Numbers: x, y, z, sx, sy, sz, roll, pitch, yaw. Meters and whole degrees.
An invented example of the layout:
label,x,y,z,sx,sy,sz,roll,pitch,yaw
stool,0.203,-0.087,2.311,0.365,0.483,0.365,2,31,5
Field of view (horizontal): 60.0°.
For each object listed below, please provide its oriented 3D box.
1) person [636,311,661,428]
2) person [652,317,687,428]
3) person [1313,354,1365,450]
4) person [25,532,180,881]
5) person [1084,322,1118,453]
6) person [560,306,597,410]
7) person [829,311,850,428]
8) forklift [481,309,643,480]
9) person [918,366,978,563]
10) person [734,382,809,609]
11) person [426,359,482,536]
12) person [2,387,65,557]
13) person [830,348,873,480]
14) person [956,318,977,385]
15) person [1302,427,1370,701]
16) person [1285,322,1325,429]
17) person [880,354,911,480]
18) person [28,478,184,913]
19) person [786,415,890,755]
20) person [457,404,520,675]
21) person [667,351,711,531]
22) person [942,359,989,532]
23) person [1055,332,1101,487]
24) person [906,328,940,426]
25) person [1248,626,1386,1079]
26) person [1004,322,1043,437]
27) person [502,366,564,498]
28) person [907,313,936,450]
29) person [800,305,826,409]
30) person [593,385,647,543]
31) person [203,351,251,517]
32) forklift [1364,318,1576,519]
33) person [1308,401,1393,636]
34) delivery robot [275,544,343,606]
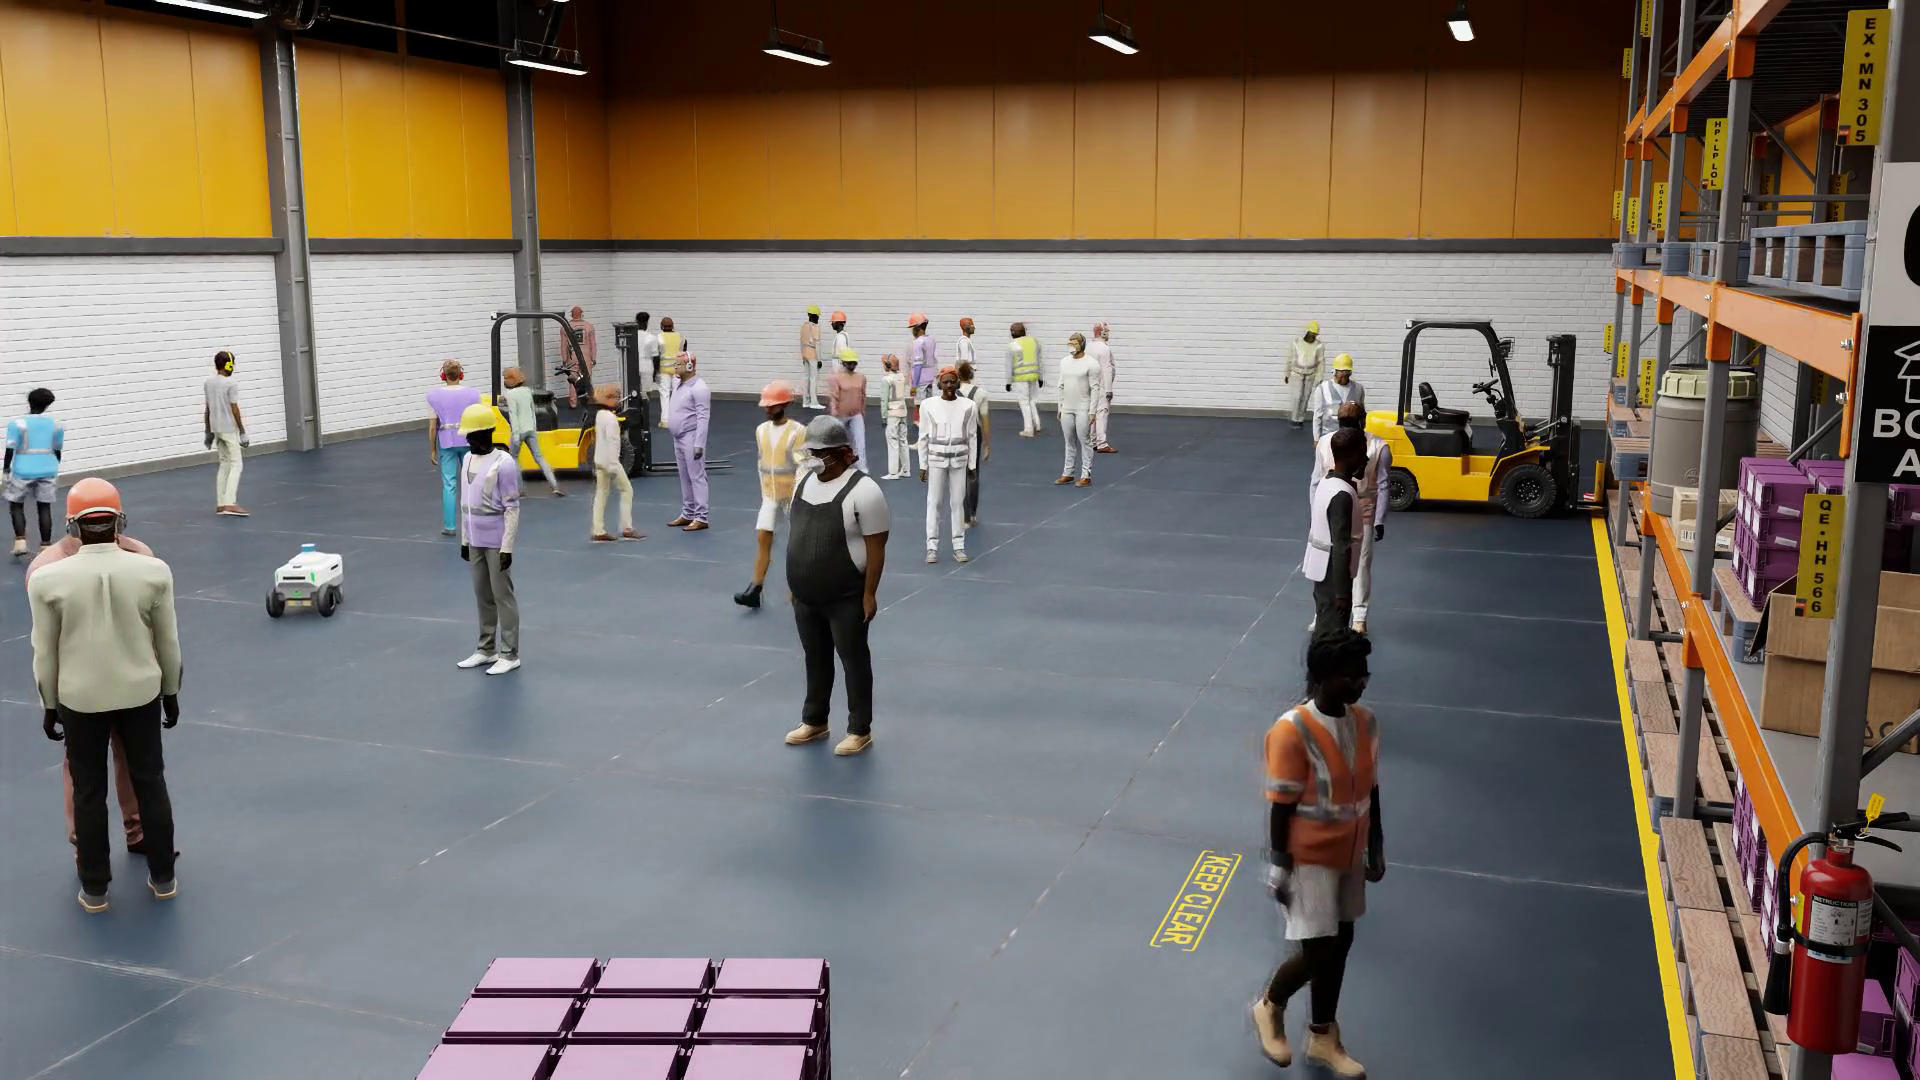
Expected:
label,x,y,z,sx,sy,sz,roll,pitch,yaw
person,-5.248,-2.791,27.398,0.649,1.944,0.420,2,10,9
person,-4.850,-2.793,27.714,0.632,1.840,0.429,-6,12,-30
person,4.255,-1.179,18.673,0.594,1.823,0.403,-1,10,-4
person,-4.106,0.667,8.041,0.407,1.910,0.639,6,12,29
person,2.072,-2.233,24.363,0.411,1.913,0.643,-4,11,-23
person,-7.035,-3.359,30.712,0.643,1.909,0.410,-2,10,-12
person,-1.992,-2.834,27.666,0.366,1.939,0.542,0,10,1
forklift,-5.354,-1.902,21.697,2.313,2.155,1.214,-2,10,-13
person,-0.114,-0.719,15.917,0.573,1.883,0.355,-2,10,-9
person,-1.525,-0.368,13.901,0.569,1.884,0.977,6,11,29
person,-5.244,-0.956,17.345,0.567,1.848,0.389,-5,11,-25
person,-8.938,-0.633,16.074,0.352,1.662,0.609,8,13,39
person,-1.438,-1.621,21.479,0.531,1.715,0.941,-5,11,-24
person,0.108,-2.579,26.384,0.352,1.884,0.576,-1,10,-3
person,2.322,0.253,10.341,0.373,1.917,0.594,1,10,4
person,5.680,-2.705,27.379,0.615,1.779,0.604,0,10,2
person,-0.855,-1.591,21.552,0.322,1.630,0.515,6,12,31
person,-3.894,0.704,7.634,0.607,1.987,0.411,-7,12,-36
person,-0.789,0.266,9.921,0.688,2.000,0.536,7,12,36
person,-3.354,-0.009,11.797,0.587,1.926,0.368,8,13,38
person,-2.908,-1.055,17.736,0.406,1.911,0.639,-7,12,-33
person,0.038,-1.032,17.855,0.504,1.811,0.824,-1,10,-7
person,1.476,-1.635,20.912,0.627,1.941,0.371,9,14,42
person,-0.596,-2.700,27.531,0.535,1.723,0.870,-7,12,-34
person,1.324,1.133,5.998,0.552,1.687,0.350,-8,13,-37
person,0.995,-2.533,26.359,0.651,1.809,0.443,-8,13,-37
person,-5.136,-1.280,19.877,0.642,1.600,0.550,4,11,21
person,-0.591,-2.348,24.664,0.391,2.034,0.605,4,11,21
person,-2.728,-3.391,30.846,0.386,1.922,0.594,-7,12,-36
person,-3.482,-0.779,16.980,0.645,1.607,0.529,-6,12,-30
person,-8.225,-1.173,18.592,0.765,1.846,0.538,6,12,30
forklift,5.787,-1.437,19.079,2.313,2.155,1.214,3,11,19
person,3.011,-0.167,12.938,0.622,1.838,0.429,6,12,29
delivery robot,-5.389,0.277,13.778,0.477,0.478,0.707,0,10,-2
